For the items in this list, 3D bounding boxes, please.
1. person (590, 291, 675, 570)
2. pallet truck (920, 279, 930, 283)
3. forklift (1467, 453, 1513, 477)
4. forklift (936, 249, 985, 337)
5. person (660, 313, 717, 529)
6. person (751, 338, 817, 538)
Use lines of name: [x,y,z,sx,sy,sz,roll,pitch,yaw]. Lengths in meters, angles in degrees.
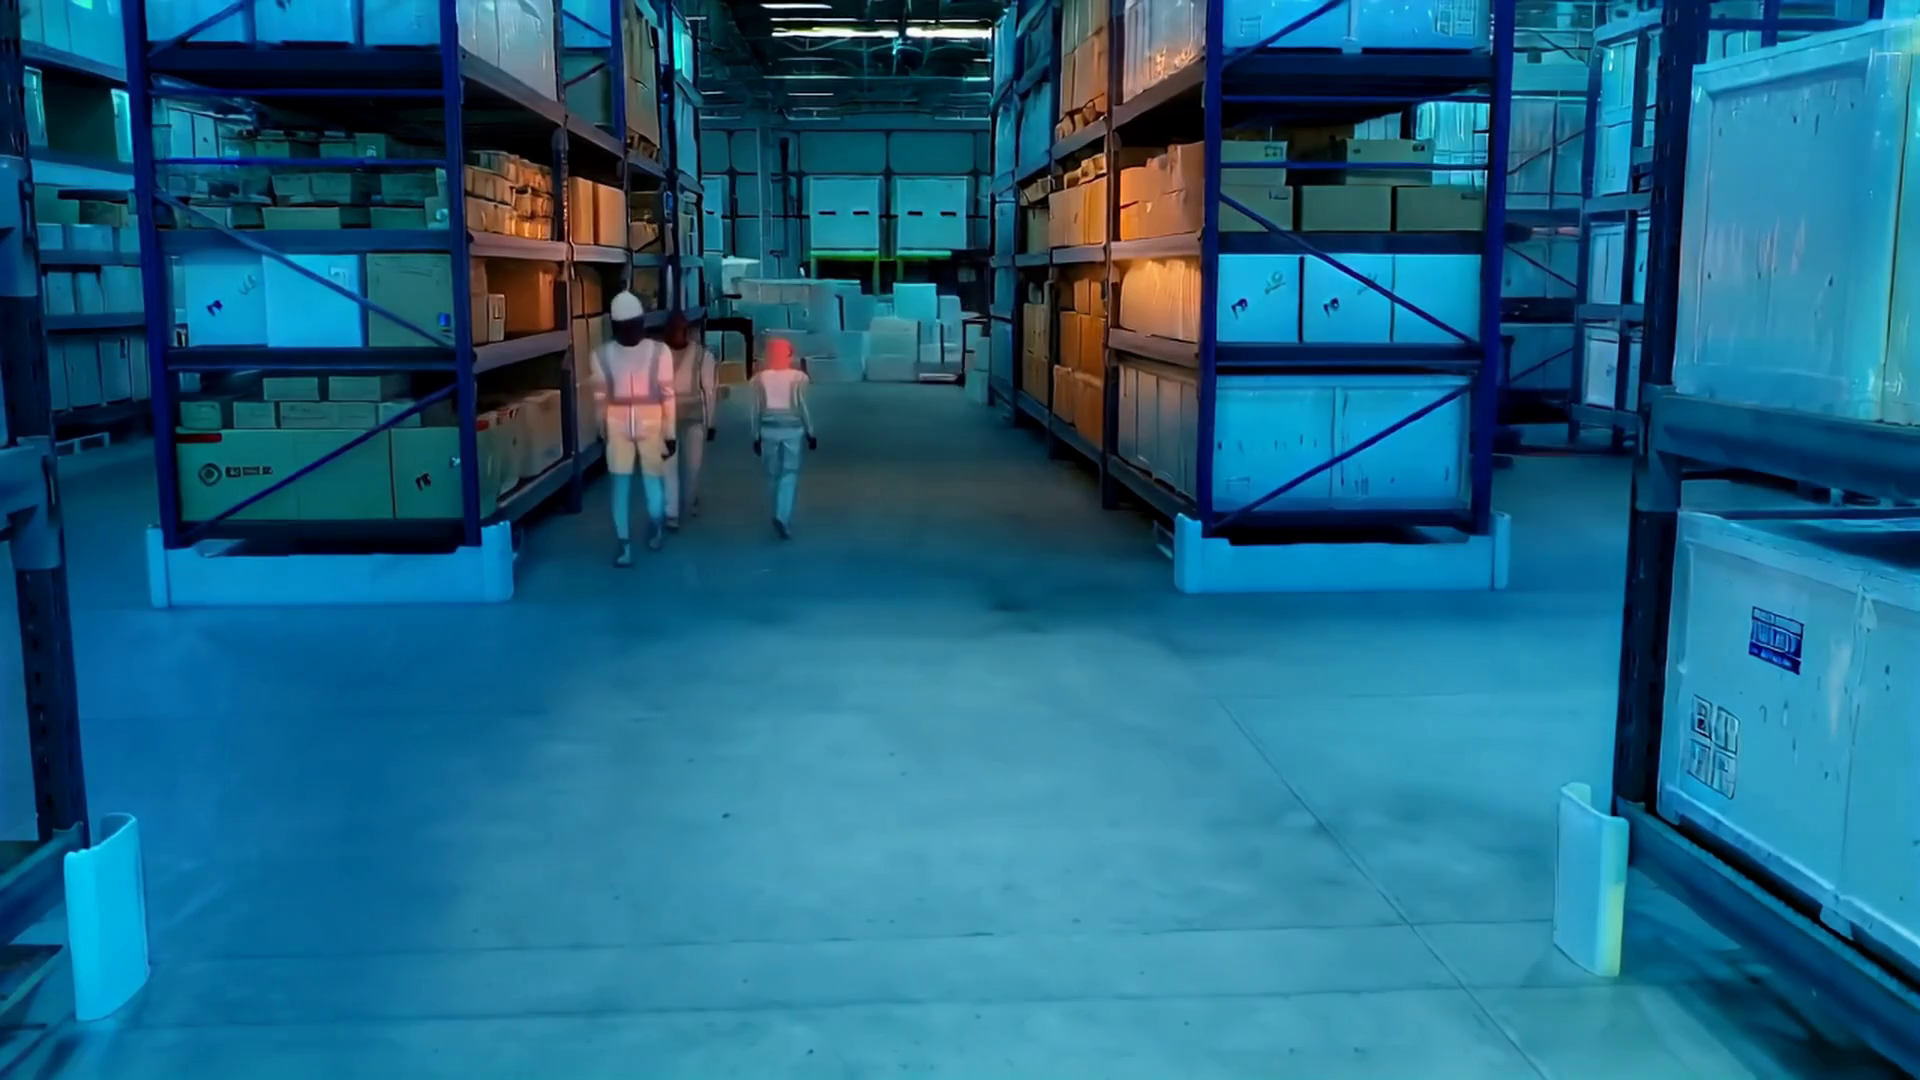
person: [-2.405,-0.832,12.308,0.612,2.010,0.951,-1,9,-6]
pallet truck: [-0.932,-8.922,63.114,1.885,1.965,0.823,2,9,13]
forklift: [4.899,-2.169,17.951,1.873,2.768,1.129,8,12,41]
forklift: [0.202,-6.630,45.958,1.129,2.768,1.873,5,10,29]
person: [-2.387,-1.034,14.221,0.625,1.808,0.910,-1,9,-4]
person: [-1.463,-0.835,13.552,0.519,1.608,0.762,2,9,12]
